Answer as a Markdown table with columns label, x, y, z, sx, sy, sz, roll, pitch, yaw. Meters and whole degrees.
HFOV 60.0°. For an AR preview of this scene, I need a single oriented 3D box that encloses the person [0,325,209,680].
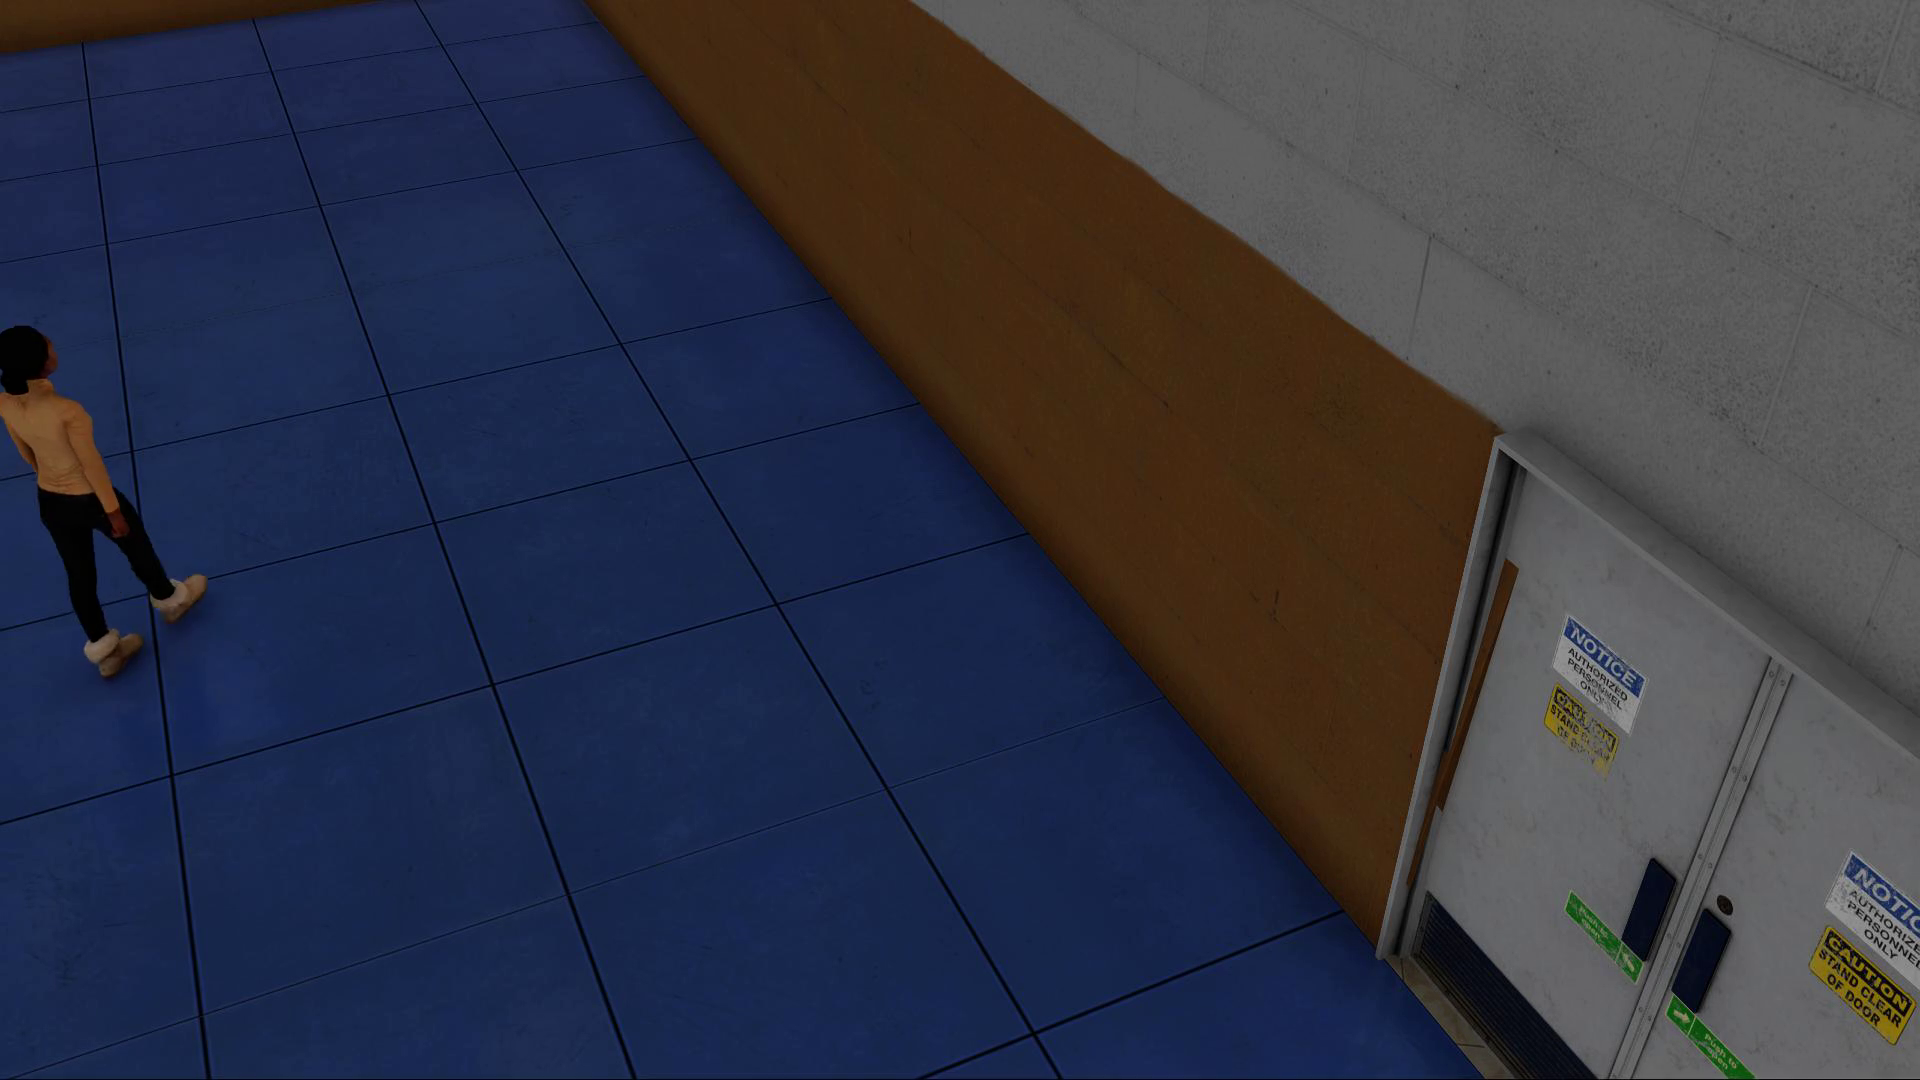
| label | x | y | z | sx | sy | sz | roll | pitch | yaw |
| --- | --- | --- | --- | --- | --- | --- | --- | --- | --- |
| person | -3.758 | -0.111 | 7.002 | 0.970 | 1.642 | 0.983 | 7 | 37 | 9 |
